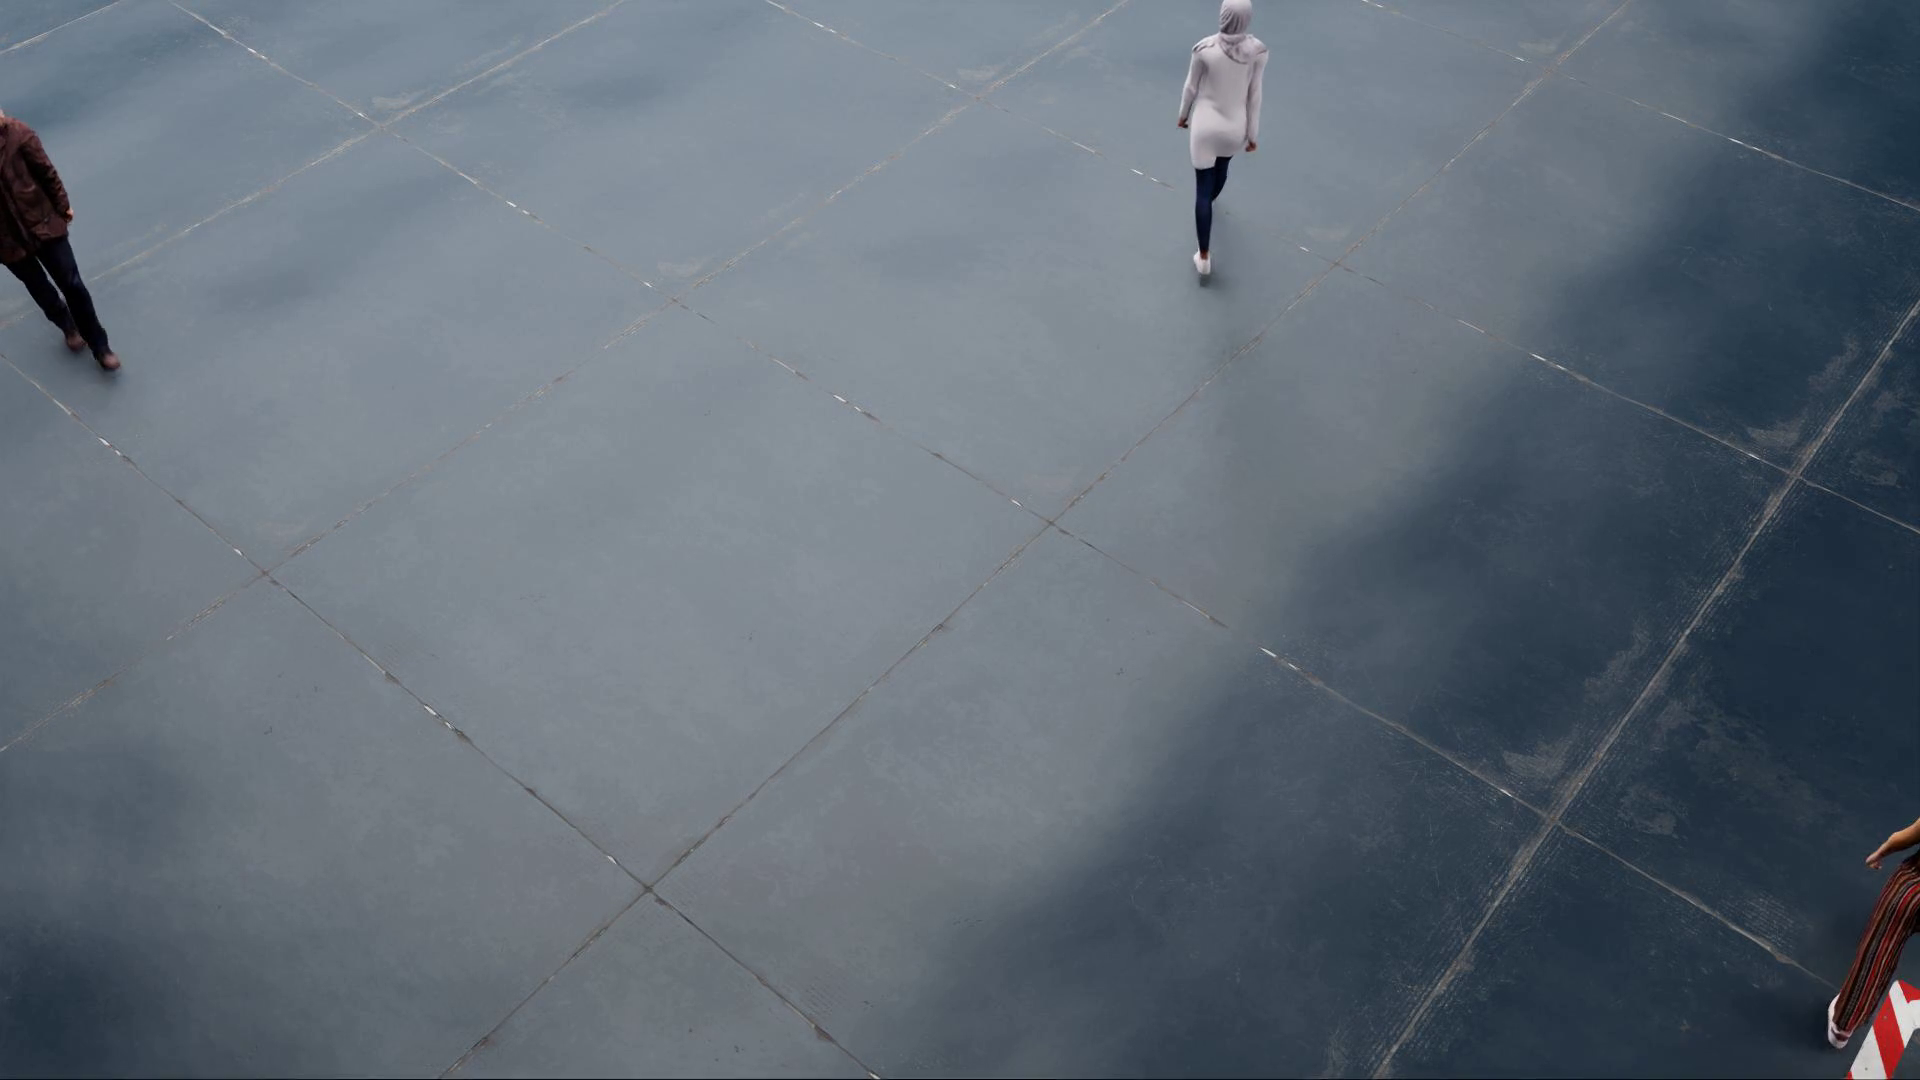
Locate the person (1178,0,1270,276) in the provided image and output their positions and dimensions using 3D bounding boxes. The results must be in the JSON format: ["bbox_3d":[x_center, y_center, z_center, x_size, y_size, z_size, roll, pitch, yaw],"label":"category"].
[{"bbox_3d":[1.574,-2.437,10.142,1.174,1.726,1.159,1,47,1],"label":"person"}]

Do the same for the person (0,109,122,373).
[{"bbox_3d":[-5.396,-1.831,9.514,0.912,1.826,1.000,-25,52,-22],"label":"person"}]

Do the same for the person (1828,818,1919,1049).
[{"bbox_3d":[3.834,1.496,6.653,1.049,1.511,0.732,24,52,21],"label":"person"}]
